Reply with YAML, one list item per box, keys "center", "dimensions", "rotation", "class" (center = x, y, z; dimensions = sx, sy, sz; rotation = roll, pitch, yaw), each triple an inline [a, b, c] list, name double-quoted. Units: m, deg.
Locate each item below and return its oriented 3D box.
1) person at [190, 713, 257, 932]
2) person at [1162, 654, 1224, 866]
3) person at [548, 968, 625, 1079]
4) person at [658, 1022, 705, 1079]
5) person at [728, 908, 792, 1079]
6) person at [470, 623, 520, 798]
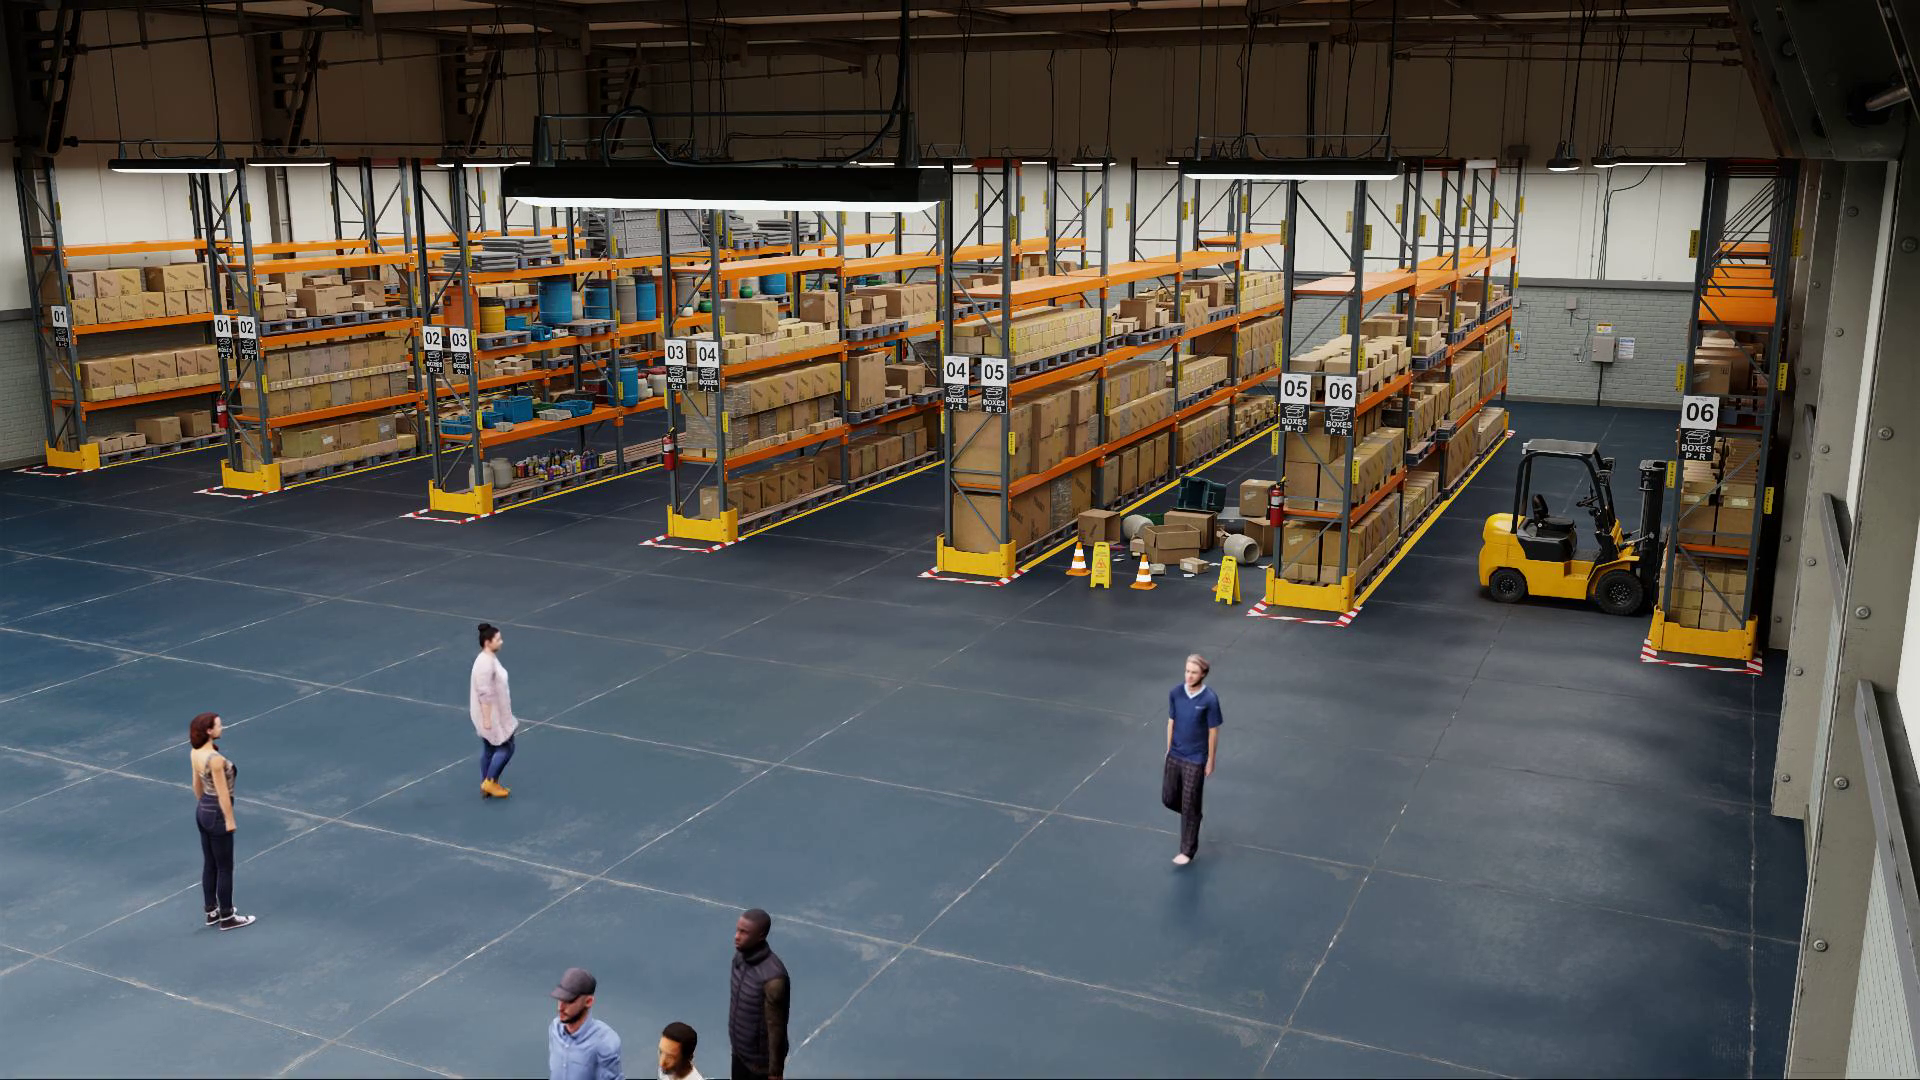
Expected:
- center: [-5.938, 2.224, 13.238]
  dimensions: [0.664, 1.769, 0.634]
  rotation: [11, 17, 40]
  class: "person"
- center: [2.041, 1.877, 14.535]
  dimensions: [0.781, 1.860, 0.899]
  rotation: [11, 17, 38]
  class: "person"
- center: [-1.966, 3.164, 8.966]
  dimensions: [0.721, 1.865, 1.066]
  rotation: [8, 15, 30]
  class: "person"
- center: [-1.317, 3.284, 8.721]
  dimensions: [1.239, 1.743, 1.005]
  rotation: [-8, 15, -32]
  class: "person"
- center: [-1.109, 3.004, 9.756]
  dimensions: [1.126, 1.820, 0.998]
  rotation: [-8, 15, -32]
  class: "person"
- center: [-4.544, 1.640, 15.831]
  dimensions: [0.910, 1.737, 0.831]
  rotation: [-3, 13, -11]
  class: "person"
